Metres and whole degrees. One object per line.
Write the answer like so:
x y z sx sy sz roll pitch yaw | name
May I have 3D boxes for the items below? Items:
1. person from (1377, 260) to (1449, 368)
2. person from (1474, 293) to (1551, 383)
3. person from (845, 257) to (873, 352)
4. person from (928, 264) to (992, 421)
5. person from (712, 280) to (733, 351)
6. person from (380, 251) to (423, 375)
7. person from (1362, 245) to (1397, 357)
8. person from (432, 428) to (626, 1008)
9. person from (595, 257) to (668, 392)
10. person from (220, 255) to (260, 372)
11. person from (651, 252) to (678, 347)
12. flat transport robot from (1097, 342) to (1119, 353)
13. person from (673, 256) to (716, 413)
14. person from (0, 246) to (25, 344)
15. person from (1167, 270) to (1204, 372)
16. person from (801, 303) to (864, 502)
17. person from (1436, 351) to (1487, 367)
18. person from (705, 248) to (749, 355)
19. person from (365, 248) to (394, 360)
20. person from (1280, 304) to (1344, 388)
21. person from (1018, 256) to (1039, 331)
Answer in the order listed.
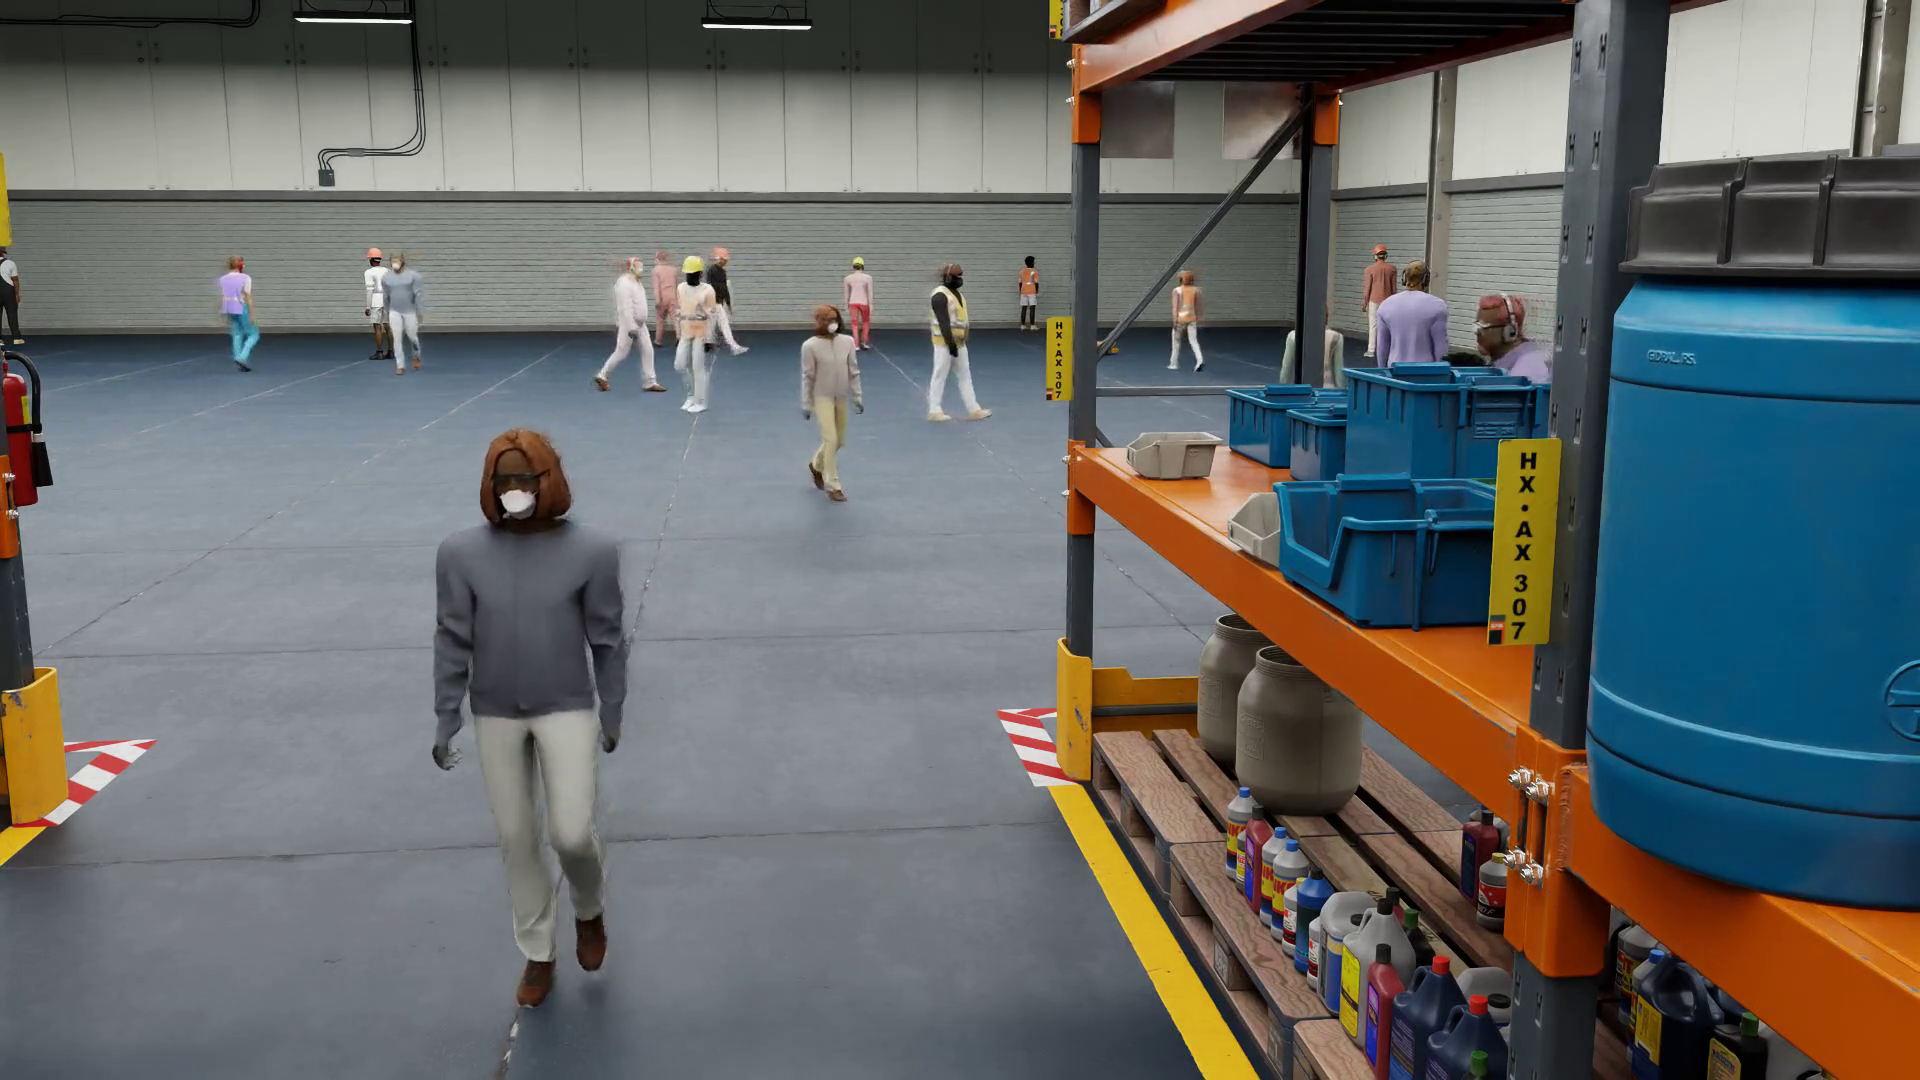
3.865 -1.417 14.226 0.631 1.939 0.372 7 13 35 | person
2.776 -0.261 8.091 0.679 1.872 0.663 2 10 8 | person
-1.867 -4.407 31.123 0.553 1.737 0.736 1 10 7 | person
-0.040 -2.268 19.264 0.645 1.831 0.633 5 12 27 | person
-4.516 -4.357 31.310 0.512 1.576 0.894 -4 11 -21 | person
-8.691 -3.549 25.975 0.633 1.913 0.672 -1 10 -6 | person
7.473 -4.255 29.648 0.609 1.986 0.391 -2 10 -8 | person
-1.188 0.500 4.590 0.505 1.622 0.343 0 10 -1 | person
-4.573 -2.963 22.904 0.953 1.864 0.630 3 11 15 | person
-11.350 -3.558 26.224 0.578 1.830 0.447 4 11 19 | person
-5.657 -4.611 32.039 1.011 1.851 0.664 10 14 43 | person
2.255 -3.449 29.933 0.652 0.197 1.431 6 12 31 | flat transport robot
-3.226 -2.483 20.158 0.617 1.899 0.442 6 12 31 | person
-19.078 -4.919 33.140 0.682 2.000 0.536 -2 10 -10 | person
3.618 -3.487 26.469 0.531 1.609 0.811 -5 12 -26 | person
-1.094 -1.147 13.655 0.506 1.605 0.724 -8 13 -37 | person
2.056 0.087 6.687 0.546 1.684 0.536 -4 11 -22 | person
-4.359 -4.297 30.049 1.073 1.925 0.624 2 11 11 | person
-10.104 -4.093 28.891 0.361 1.939 0.543 6 12 31 | person
3.052 -1.271 14.335 0.516 1.607 0.801 -1 10 -4 | person
1.575 -5.619 37.909 0.537 1.698 0.321 8 13 38 | person
